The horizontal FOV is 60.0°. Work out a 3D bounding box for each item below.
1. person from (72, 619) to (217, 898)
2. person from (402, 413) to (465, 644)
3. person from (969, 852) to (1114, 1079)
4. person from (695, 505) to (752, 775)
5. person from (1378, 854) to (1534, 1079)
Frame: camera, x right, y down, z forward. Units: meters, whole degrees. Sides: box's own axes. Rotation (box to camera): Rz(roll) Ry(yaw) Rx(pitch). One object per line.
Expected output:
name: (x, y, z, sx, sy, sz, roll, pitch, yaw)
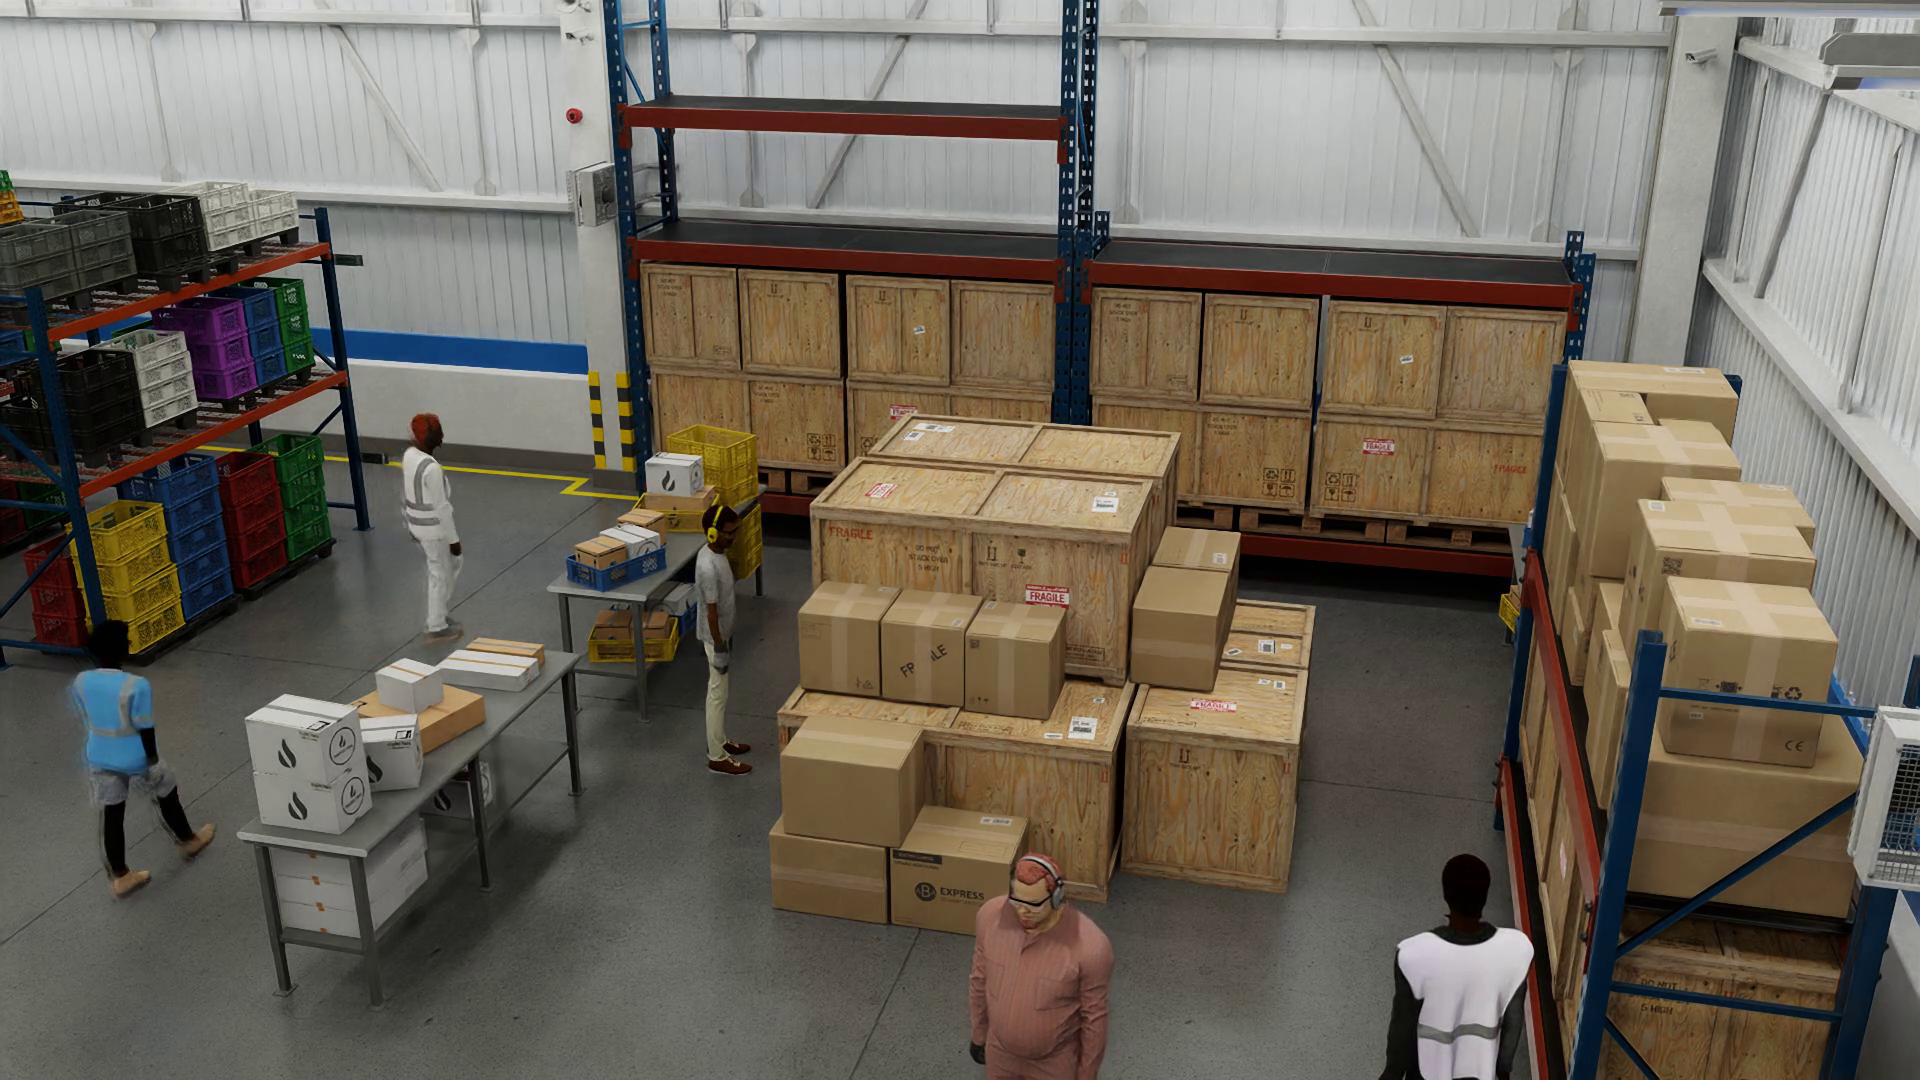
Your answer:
person: (-4.855, 1.223, 9.852, 0.545, 1.658, 0.809, 5, 21, 12)
person: (-4.081, -0.094, 13.022, 0.463, 1.866, 0.583, -13, 25, -31)
person: (0.308, 2.167, 7.078, 0.645, 1.899, 0.401, 11, 24, 27)
person: (-1.587, 0.653, 11.084, 0.327, 1.865, 0.520, -2, 21, -6)
person: (2.056, 2.197, 6.974, 0.590, 1.916, 0.394, -3, 21, -8)
